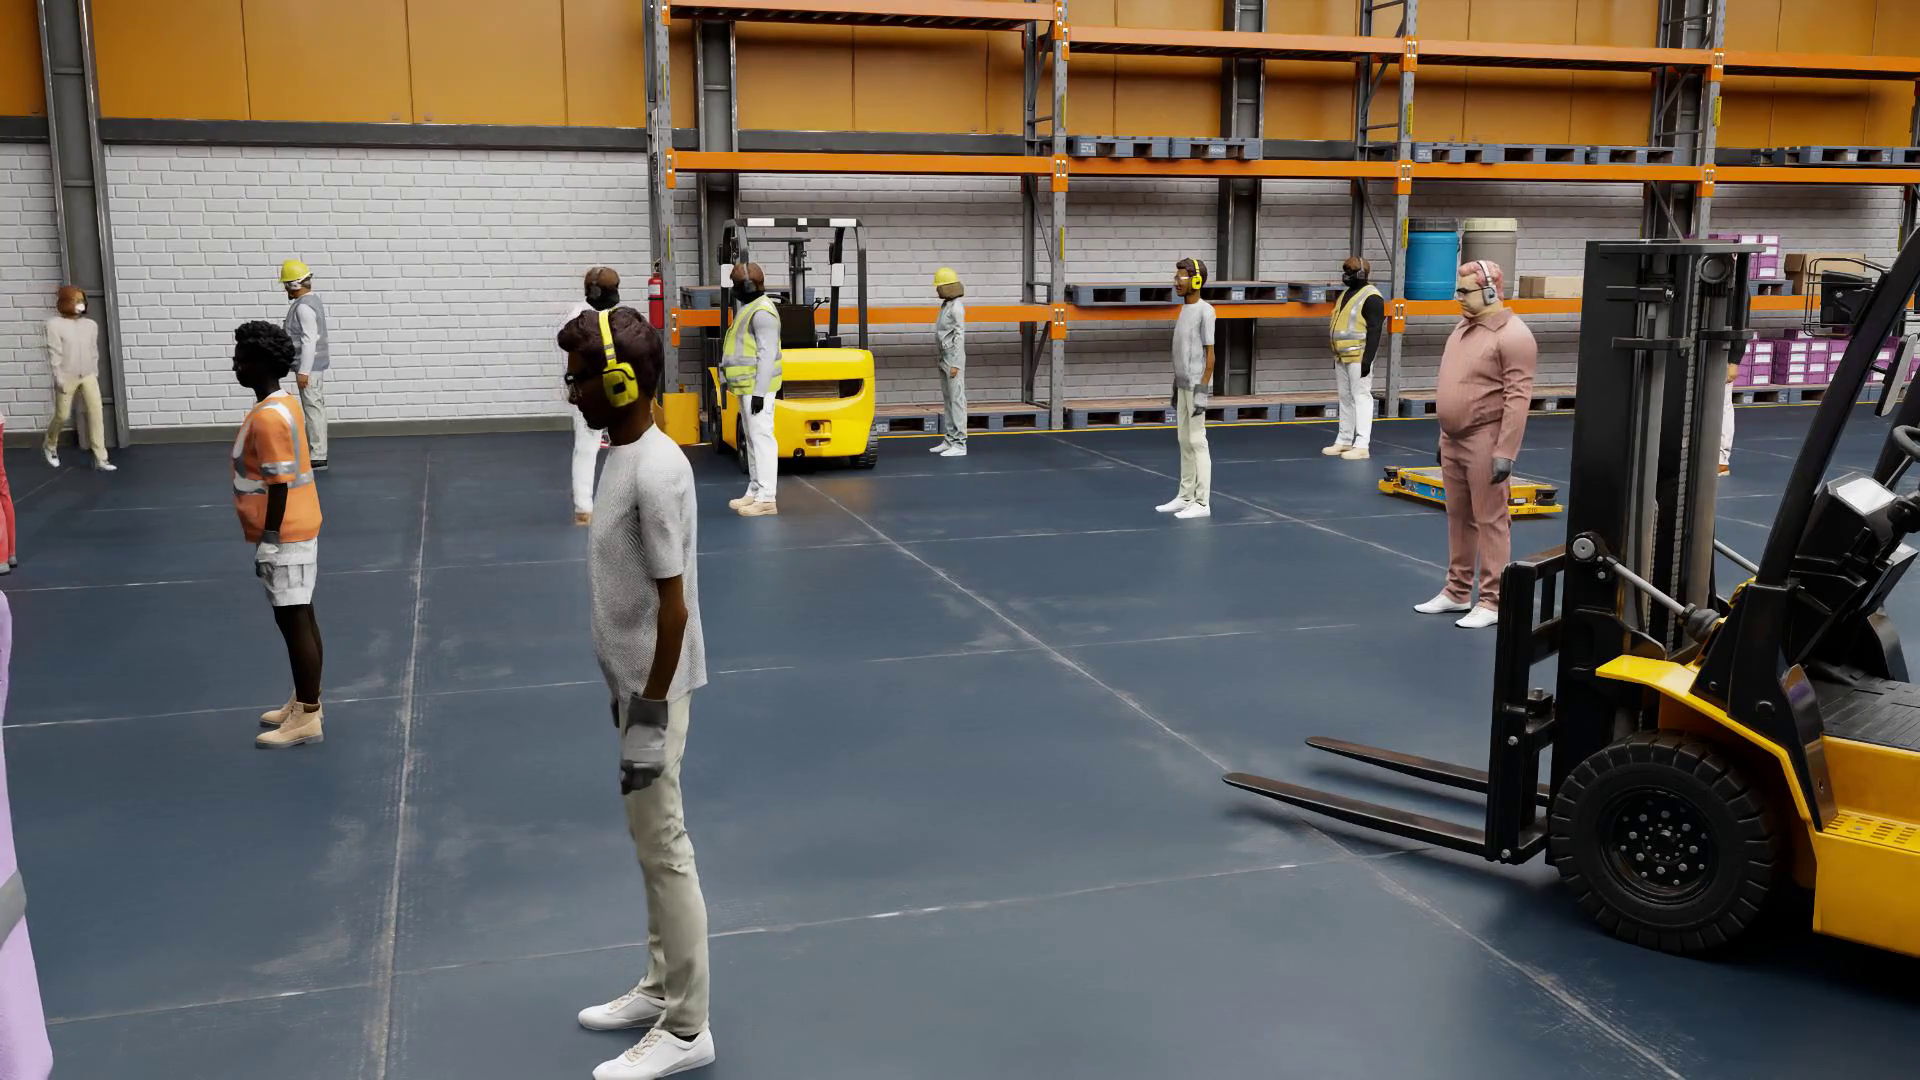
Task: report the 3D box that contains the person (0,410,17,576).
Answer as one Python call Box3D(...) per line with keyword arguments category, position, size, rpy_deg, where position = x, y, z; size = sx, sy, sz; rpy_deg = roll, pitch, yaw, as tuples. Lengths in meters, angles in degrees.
Box3D(category="person", position=(-5.887, -0.650, 9.913), size=(0.328, 1.760, 0.524), rpy_deg=(-3, 11, -16))

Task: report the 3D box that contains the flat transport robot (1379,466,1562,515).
Box3D(category="flat transport robot", position=(3.824, -0.388, 12.551), size=(0.652, 0.197, 1.431), rpy_deg=(-3, 11, -17))

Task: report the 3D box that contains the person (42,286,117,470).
Box3D(category="person", position=(-7.746, -1.412, 14.486), size=(0.765, 1.608, 0.490), rpy_deg=(6, 12, 31))

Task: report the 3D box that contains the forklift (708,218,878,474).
Box3D(category="forklift", position=(-1.522, -1.778, 14.899), size=(1.214, 2.155, 2.313), rpy_deg=(-3, 11, -17))

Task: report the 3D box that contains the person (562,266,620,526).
Box3D(category="person", position=(-2.386, -0.966, 11.481), size=(0.794, 1.813, 0.661), rpy_deg=(4, 11, 22))

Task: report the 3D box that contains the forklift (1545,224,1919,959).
Box3D(category="forklift", position=(2.909, 0.117, 4.508), size=(2.313, 2.155, 1.214), rpy_deg=(9, 14, 40))

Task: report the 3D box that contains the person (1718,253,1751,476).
Box3D(category="person", position=(6.389, -1.533, 14.128), size=(0.393, 1.985, 0.610), rpy_deg=(-3, 11, -16))

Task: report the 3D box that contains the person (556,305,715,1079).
Box3D(category="person", position=(-0.776, 0.376, 4.000), size=(0.327, 1.865, 0.520), rpy_deg=(-3, 11, -16))

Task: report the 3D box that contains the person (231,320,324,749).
Box3D(category="person", position=(-2.721, -0.024, 6.643), size=(0.318, 1.698, 0.531), rpy_deg=(-3, 11, -16))

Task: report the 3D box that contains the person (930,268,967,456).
Box3D(category="person", position=(-0.112, -1.645, 15.432), size=(0.311, 1.735, 0.484), rpy_deg=(-3, 11, -16))

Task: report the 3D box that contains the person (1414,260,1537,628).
Box3D(category="person", position=(2.678, -0.496, 8.680), size=(0.406, 1.902, 0.638), rpy_deg=(-3, 11, -16))

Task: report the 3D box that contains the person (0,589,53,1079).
Box3D(category="person", position=(-1.246, 0.672, 1.876), size=(0.378, 2.045, 0.605), rpy_deg=(-3, 11, -16))

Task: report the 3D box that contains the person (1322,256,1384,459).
Box3D(category="person", position=(3.598, -1.664, 15.242), size=(0.429, 1.845, 0.620), rpy_deg=(-3, 11, -16))

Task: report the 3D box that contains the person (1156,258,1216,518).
Box3D(category="person", position=(1.658, -1.093, 12.026), size=(0.327, 1.874, 0.520), rpy_deg=(-3, 11, -16))

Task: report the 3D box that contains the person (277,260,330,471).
Box3D(category="person", position=(-5.689, -1.510, 14.450), size=(0.403, 1.822, 0.588), rpy_deg=(-3, 11, -16))

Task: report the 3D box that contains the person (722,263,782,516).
Box3D(category="person", position=(-1.517, -1.098, 12.159), size=(0.429, 1.837, 0.620), rpy_deg=(-3, 11, -16))
